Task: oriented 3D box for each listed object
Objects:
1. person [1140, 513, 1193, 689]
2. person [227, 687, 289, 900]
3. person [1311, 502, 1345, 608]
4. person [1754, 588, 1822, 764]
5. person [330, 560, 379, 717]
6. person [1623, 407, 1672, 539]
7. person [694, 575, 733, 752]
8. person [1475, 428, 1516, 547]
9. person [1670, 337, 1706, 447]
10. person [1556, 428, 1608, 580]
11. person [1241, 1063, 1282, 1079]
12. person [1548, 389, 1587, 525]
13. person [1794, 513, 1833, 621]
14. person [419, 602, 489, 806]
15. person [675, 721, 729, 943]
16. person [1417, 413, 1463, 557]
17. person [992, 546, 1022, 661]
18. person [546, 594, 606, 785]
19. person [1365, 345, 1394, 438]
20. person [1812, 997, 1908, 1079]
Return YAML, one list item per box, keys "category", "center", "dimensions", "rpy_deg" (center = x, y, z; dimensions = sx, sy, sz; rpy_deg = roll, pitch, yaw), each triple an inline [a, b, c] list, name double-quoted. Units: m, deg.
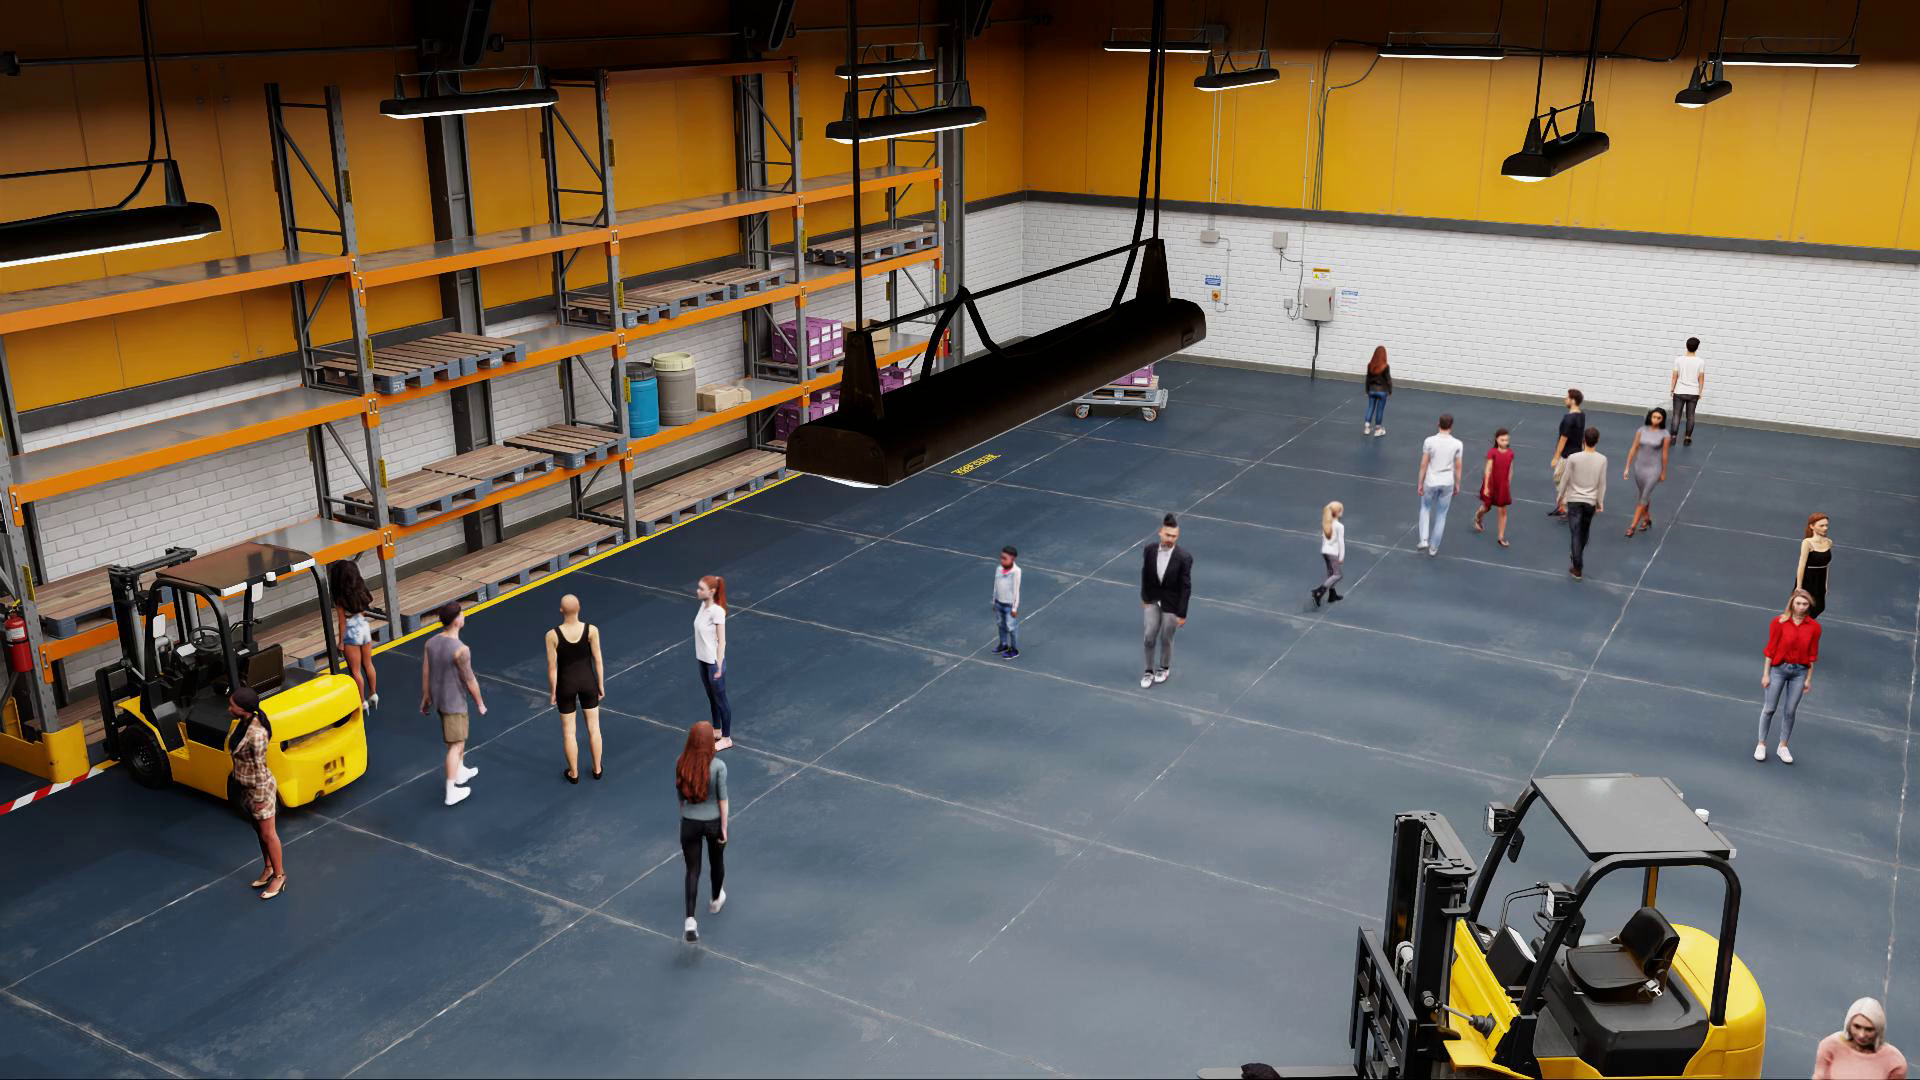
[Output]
- category: "person"
  center: [2.113, 0.598, 17.183]
  dimensions: [0.764, 1.915, 0.787]
  rpy_deg: [13, 22, 33]
- category: "person"
  center: [-5.582, 1.993, 13.228]
  dimensions: [0.673, 1.795, 0.663]
  rpy_deg: [-13, 23, -34]
- category: "person"
  center: [4.321, 0.173, 19.461]
  dimensions: [0.860, 1.266, 0.736]
  rpy_deg: [-9, 21, -26]
- category: "person"
  center: [7.740, 1.255, 15.560]
  dimensions: [0.669, 1.705, 0.608]
  rpy_deg: [4, 19, 13]
- category: "person"
  center: [-6.020, 0.968, 16.539]
  dimensions: [0.685, 1.624, 0.569]
  rpy_deg: [5, 19, 15]
- category: "person"
  center: [9.070, -0.888, 21.881]
  dimensions: [1.143, 1.734, 0.793]
  rpy_deg: [-17, 25, -41]
- category: "person"
  center: [-2.339, 1.150, 15.819]
  dimensions: [0.675, 1.739, 0.648]
  rpy_deg: [-10, 21, -28]
- category: "person"
  center: [6.992, -0.734, 21.746]
  dimensions: [0.883, 1.526, 1.056]
  rpy_deg: [-2, 19, -5]
- category: "person"
  center: [11.473, -2.359, 26.265]
  dimensions: [0.652, 1.722, 0.577]
  rpy_deg: [7, 20, 21]
- category: "person"
  center: [7.625, -0.420, 20.343]
  dimensions: [0.952, 1.827, 1.194]
  rpy_deg: [2, 19, 5]
- category: "person"
  center: [1.669, 3.532, 9.492]
  dimensions: [0.639, 1.262, 0.566]
  rpy_deg: [-1, 19, -3]
- category: "person"
  center: [8.287, -1.096, 22.329]
  dimensions: [0.732, 1.841, 0.608]
  rpy_deg: [11, 22, 30]
- category: "person"
  center: [9.181, 0.485, 17.973]
  dimensions: [0.677, 1.625, 0.747]
  rpy_deg: [-7, 20, -19]
- category: "person"
  center: [-4.553, 1.464, 14.676]
  dimensions: [0.708, 1.819, 0.810]
  rpy_deg: [10, 21, 27]
- category: "person"
  center: [-1.984, 2.228, 12.654]
  dimensions: [0.918, 1.717, 1.194]
  rpy_deg: [1, 19, 4]
- category: "person"
  center: [6.072, -0.670, 21.069]
  dimensions: [0.727, 1.837, 0.693]
  rpy_deg: [4, 19, 13]
- category: "person"
  center: [0.520, 0.650, 18.053]
  dimensions: [0.579, 1.261, 0.548]
  rpy_deg: [-16, 24, -40]
- category: "person"
  center: [-3.485, 1.344, 15.121]
  dimensions: [0.669, 1.817, 0.766]
  rpy_deg: [-7, 20, -21]
- category: "person"
  center: [6.726, -2.400, 26.768]
  dimensions: [0.617, 1.479, 0.618]
  rpy_deg: [15, 24, 38]
- category: "person"
  center: [5.080, 3.302, 9.477]
  dimensions: [0.612, 1.707, 0.741]
  rpy_deg: [11, 21, 29]
